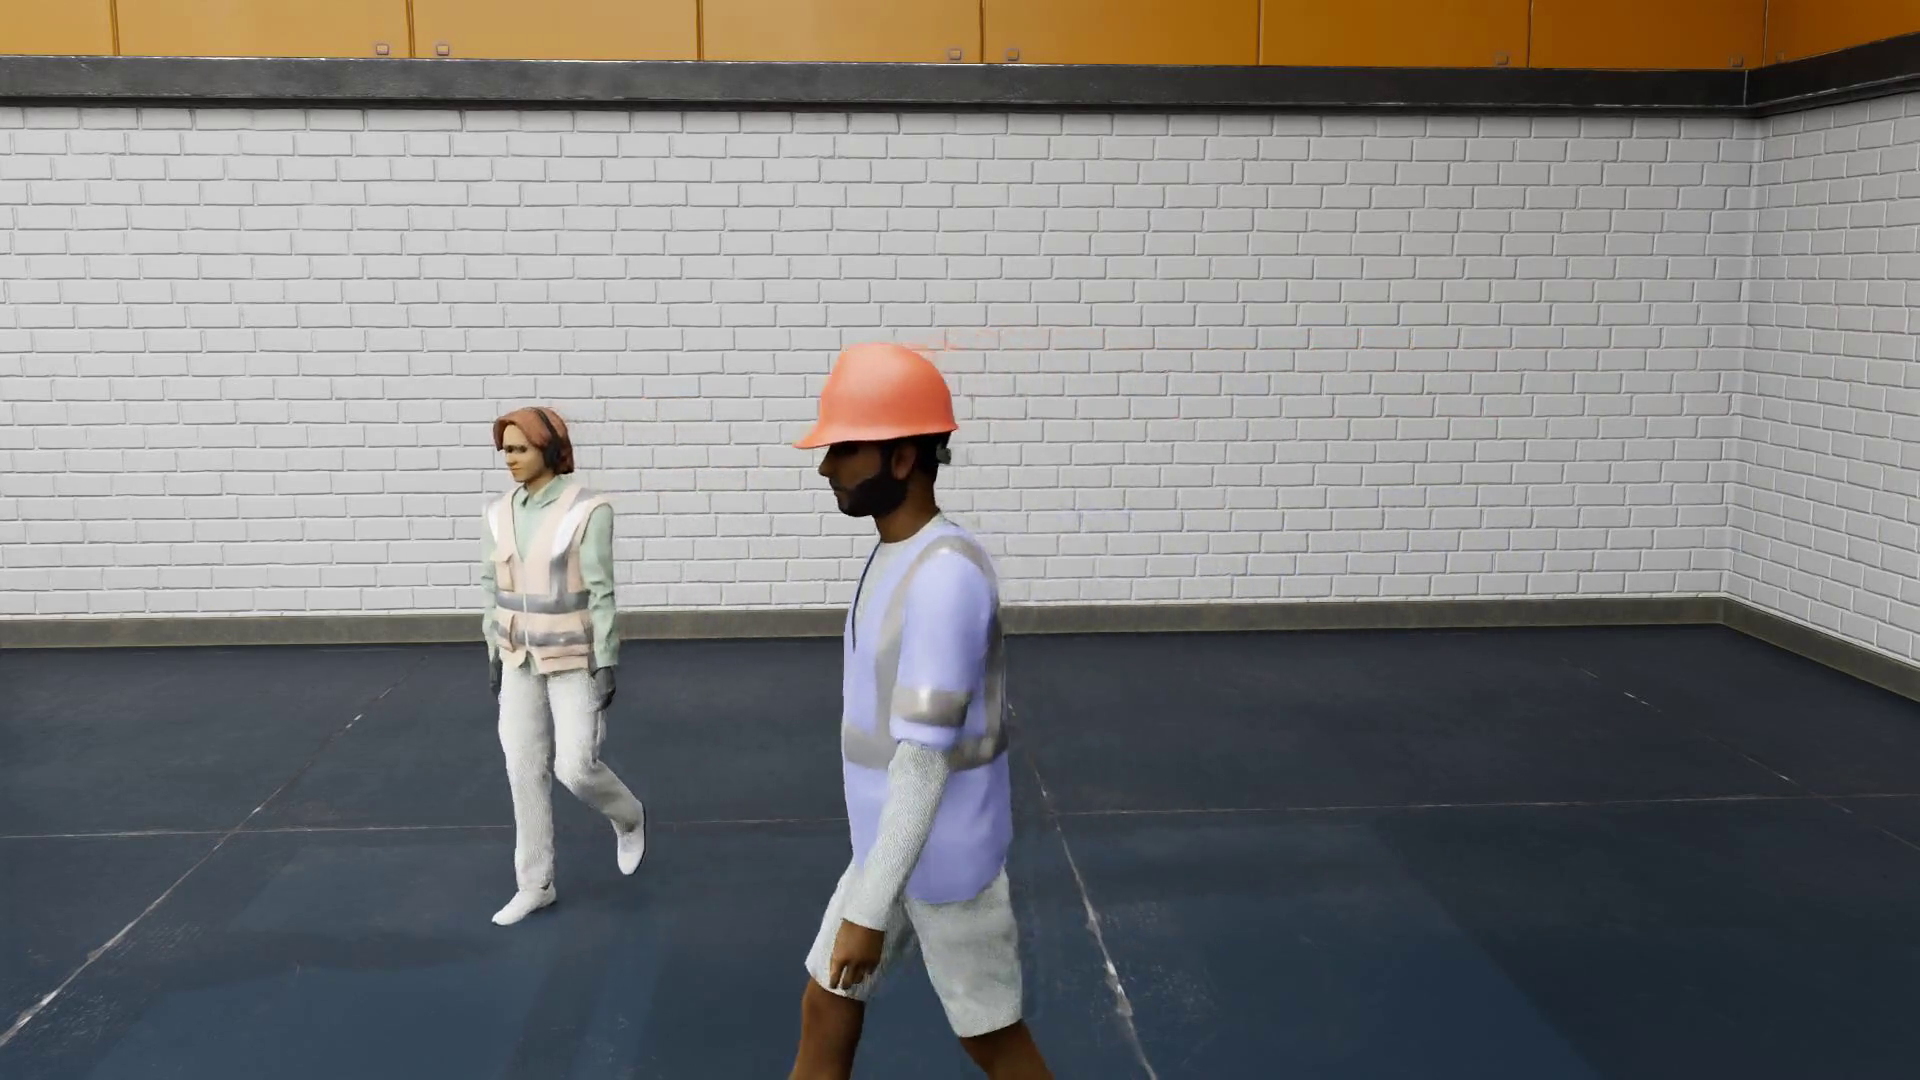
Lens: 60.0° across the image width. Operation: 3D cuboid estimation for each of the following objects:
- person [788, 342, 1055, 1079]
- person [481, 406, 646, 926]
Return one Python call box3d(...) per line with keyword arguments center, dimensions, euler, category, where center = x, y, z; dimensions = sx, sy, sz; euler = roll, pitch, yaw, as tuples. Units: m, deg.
box3d(center=(-0.163, 0.583, 3.152), dimensions=(0.974, 1.885, 0.562), euler=(-3, 9, -16), category="person")
box3d(center=(-1.269, 0.380, 5.281), dimensions=(0.527, 1.622, 0.514), euler=(4, 10, 25), category="person")
